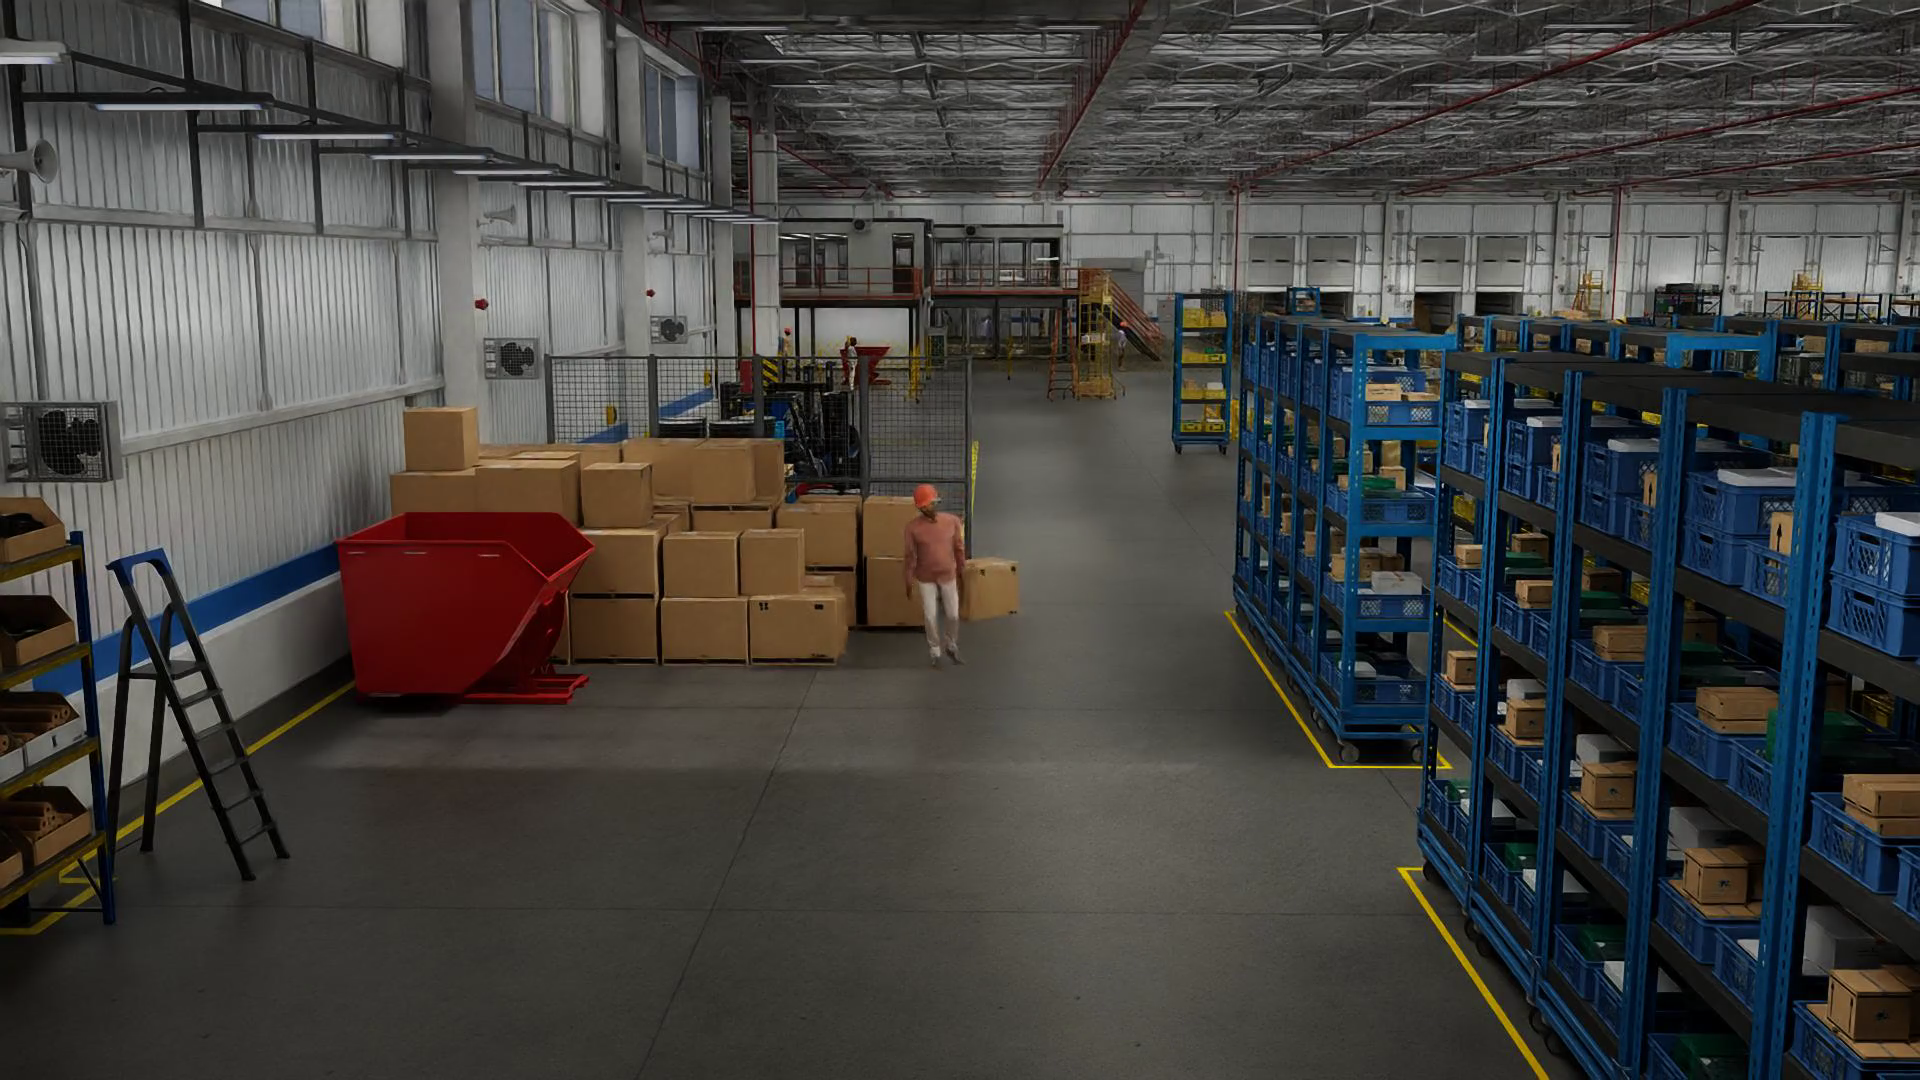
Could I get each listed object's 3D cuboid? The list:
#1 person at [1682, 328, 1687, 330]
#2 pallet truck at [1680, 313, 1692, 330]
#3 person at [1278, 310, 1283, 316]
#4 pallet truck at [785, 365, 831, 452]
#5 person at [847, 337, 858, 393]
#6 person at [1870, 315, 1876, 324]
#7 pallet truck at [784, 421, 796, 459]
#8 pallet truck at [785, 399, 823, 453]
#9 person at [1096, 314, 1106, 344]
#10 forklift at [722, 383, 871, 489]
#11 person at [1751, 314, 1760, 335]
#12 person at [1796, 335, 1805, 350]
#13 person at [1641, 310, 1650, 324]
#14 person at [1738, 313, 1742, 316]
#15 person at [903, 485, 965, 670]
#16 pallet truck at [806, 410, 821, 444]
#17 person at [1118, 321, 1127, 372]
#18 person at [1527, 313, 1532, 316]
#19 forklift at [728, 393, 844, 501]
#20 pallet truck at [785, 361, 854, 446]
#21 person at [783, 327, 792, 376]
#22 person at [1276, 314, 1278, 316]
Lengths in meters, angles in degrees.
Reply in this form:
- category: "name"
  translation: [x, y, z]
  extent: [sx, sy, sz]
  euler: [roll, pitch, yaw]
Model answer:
- category: "person"
  translation: [26.969, -6.876, 61.559]
  extent: [0.837, 2.000, 0.533]
  euler: [1, 9, 6]
- category: "pallet truck"
  translation: [36.315, -10.531, 84.244]
  extent: [0.823, 1.965, 1.885]
  euler: [-6, 11, -33]
- category: "person"
  translation: [17.318, -11.493, 90.180]
  extent: [0.396, 1.992, 0.619]
  euler: [0, 9, 2]
- category: "pallet truck"
  translation: [-3.774, -2.976, 37.635]
  extent: [1.885, 1.965, 0.823]
  euler: [1, 9, 5]
- category: "person"
  translation: [-3.604, -5.860, 55.775]
  extent: [0.338, 1.882, 0.582]
  euler: [0, 9, 2]
- category: "person"
  translation: [49.144, -11.264, 89.546]
  extent: [0.324, 1.743, 0.491]
  euler: [0, 9, 2]
- category: "pallet truck"
  translation: [-4.013, -1.793, 32.705]
  extent: [1.601, 1.201, 0.680]
  euler: [0, 9, 1]
- category: "pallet truck"
  translation: [-3.814, -2.432, 36.419]
  extent: [1.630, 1.274, 0.653]
  euler: [0, 9, 1]
- category: "person"
  translation: [7.849, -11.656, 92.046]
  extent: [0.723, 1.716, 0.381]
  euler: [0, 9, -3]
- category: "forklift"
  translation: [-2.893, -1.687, 28.729]
  extent: [2.680, 1.987, 1.157]
  euler: [0, 9, -1]
- category: "person"
  translation: [42.738, -11.323, 89.752]
  extent: [0.694, 1.807, 0.544]
  euler: [4, 10, 25]
- category: "person"
  translation: [33.661, -7.531, 66.659]
  extent: [0.318, 1.695, 0.539]
  euler: [0, 9, 2]
- category: "person"
  translation: [36.707, -11.322, 89.133]
  extent: [0.395, 1.990, 0.619]
  euler: [0, 9, 2]
- category: "person"
  translation: [40.992, -11.011, 87.599]
  extent: [0.313, 1.869, 0.528]
  euler: [0, 9, 2]
- category: "person"
  translation: [-0.270, 0.386, 17.053]
  extent: [0.647, 1.948, 0.520]
  euler: [-1, 9, -8]
- category: "pallet truck"
  translation: [-3.559, -2.018, 33.905]
  extent: [1.522, 1.261, 0.704]
  euler: [0, 9, -1]
- category: "person"
  translation: [6.630, -7.879, 67.741]
  extent: [0.393, 2.041, 0.613]
  euler: [0, 9, 2]
- category: "person"
  translation: [30.490, -11.180, 88.637]
  extent: [0.685, 1.863, 0.425]
  euler: [2, 9, 13]
- category: "forklift"
  translation: [-2.979, -1.316, 26.476]
  extent: [2.680, 1.987, 1.157]
  euler: [0, 9, 1]
- category: "pallet truck"
  translation: [-3.410, -3.193, 38.978]
  extent: [1.885, 1.965, 0.823]
  euler: [0, 9, -1]
- category: "person"
  translation: [-6.684, -7.291, 64.444]
  extent: [0.374, 1.933, 0.550]
  euler: [0, 9, 2]
- category: "person"
  translation: [18.572, -12.599, 97.601]
  extent: [0.656, 1.812, 0.644]
  euler: [6, 11, 31]
